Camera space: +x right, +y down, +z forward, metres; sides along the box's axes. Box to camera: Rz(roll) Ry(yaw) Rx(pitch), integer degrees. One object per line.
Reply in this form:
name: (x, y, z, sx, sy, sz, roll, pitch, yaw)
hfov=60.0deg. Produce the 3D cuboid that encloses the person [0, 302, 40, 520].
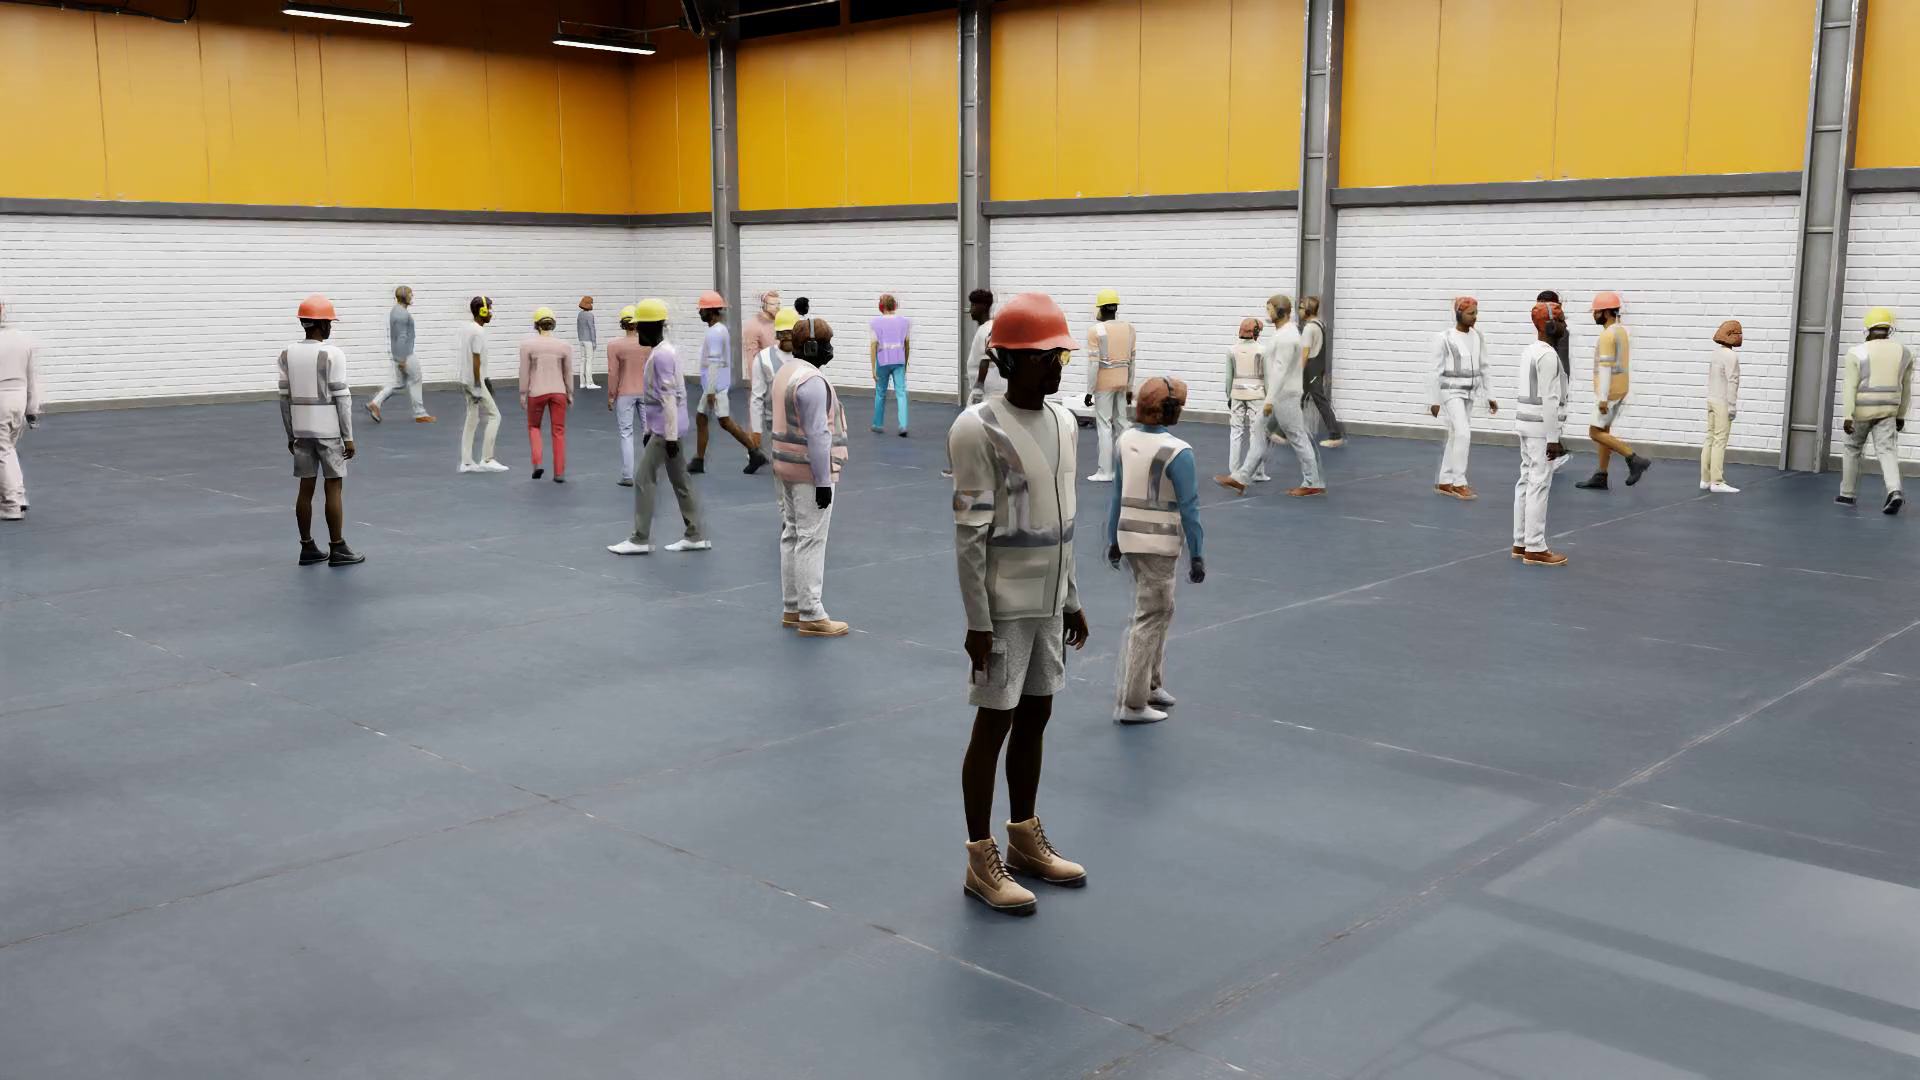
person: (-8.179, -1.101, 14.048, 0.583, 1.889, 0.647, 3, 10, 17)

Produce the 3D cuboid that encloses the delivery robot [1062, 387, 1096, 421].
delivery robot: (1.719, -1.783, 22.001, 0.707, 0.478, 0.477, 6, 11, 33)

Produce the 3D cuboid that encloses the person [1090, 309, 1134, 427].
person: (1.994, -2.325, 22.036, 0.512, 1.711, 0.784, -7, 12, -39)

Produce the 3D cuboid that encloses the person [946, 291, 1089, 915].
person: (0.226, 0.202, 5.561, 0.377, 2.045, 0.605, 7, 12, 38)

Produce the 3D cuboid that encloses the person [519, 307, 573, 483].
person: (-4.109, -1.438, 16.544, 0.534, 1.744, 0.462, -4, 10, -24)

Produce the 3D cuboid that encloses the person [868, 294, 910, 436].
person: (-0.891, -2.227, 21.221, 0.563, 1.806, 0.980, -3, 10, -17)

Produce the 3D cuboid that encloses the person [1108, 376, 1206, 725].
person: (0.958, 0.049, 7.771, 0.559, 1.619, 0.550, -5, 11, -30)

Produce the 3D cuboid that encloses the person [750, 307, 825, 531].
person: (-1.335, -0.912, 13.090, 0.632, 1.812, 0.589, -2, 9, -10)

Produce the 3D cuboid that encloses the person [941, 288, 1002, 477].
person: (0.320, -1.580, 16.849, 0.923, 1.937, 0.614, -1, 9, -5)

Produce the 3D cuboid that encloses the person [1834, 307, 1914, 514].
person: (8.021, -1.133, 14.532, 0.602, 1.798, 0.884, 0, 9, 3)

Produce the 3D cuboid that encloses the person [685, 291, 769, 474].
person: (-2.444, -1.608, 17.105, 0.932, 1.907, 0.553, -1, 9, -5)

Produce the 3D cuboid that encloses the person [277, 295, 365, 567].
person: (-4.567, -0.778, 11.896, 0.550, 1.935, 0.375, 3, 10, 17)

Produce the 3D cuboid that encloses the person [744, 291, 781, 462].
person: (-1.993, -1.762, 18.123, 0.883, 1.871, 0.685, 8, 12, 39)

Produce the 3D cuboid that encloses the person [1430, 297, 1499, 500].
person: (4.687, -1.302, 15.362, 0.592, 1.859, 0.752, -6, 11, -32)

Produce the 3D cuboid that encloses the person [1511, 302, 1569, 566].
person: (4.192, -0.764, 11.976, 0.356, 1.885, 0.574, 0, 9, 2)

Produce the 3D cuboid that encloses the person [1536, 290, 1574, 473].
person: (6.084, -1.626, 17.204, 0.462, 1.895, 0.594, 0, 9, 2)

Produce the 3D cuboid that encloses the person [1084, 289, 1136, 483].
person: (1.481, -1.535, 16.576, 0.594, 1.922, 0.384, -6, 11, -34)

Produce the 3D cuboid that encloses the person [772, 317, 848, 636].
person: (-0.867, -0.370, 9.688, 0.429, 1.841, 0.634, -4, 10, -22)

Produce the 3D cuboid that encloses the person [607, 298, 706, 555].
person: (-2.295, -0.830, 12.346, 0.843, 1.890, 0.614, -1, 9, -8)

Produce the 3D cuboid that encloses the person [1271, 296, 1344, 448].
person: (4.140, -1.990, 19.766, 0.993, 1.793, 0.528, 4, 10, 23)

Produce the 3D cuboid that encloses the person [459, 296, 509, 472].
person: (-4.992, -1.617, 17.371, 0.608, 1.840, 0.506, -6, 11, -33)

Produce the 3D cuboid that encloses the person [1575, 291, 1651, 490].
person: (6.233, -1.402, 15.802, 0.616, 1.920, 0.560, 7, 11, 36)

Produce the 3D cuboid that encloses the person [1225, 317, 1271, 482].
person: (2.884, -1.396, 16.600, 0.513, 1.639, 0.311, 7, 11, 35)

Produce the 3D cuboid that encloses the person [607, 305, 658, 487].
person: (-3.194, -1.405, 16.271, 0.533, 1.765, 0.322, -5, 10, -28)

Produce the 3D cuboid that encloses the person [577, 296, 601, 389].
person: (-6.604, -3.502, 29.527, 0.273, 1.631, 0.508, -8, 12, -41)

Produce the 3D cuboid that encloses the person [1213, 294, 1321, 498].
person: (2.891, -1.316, 15.347, 1.004, 1.883, 0.655, 1, 9, 5)

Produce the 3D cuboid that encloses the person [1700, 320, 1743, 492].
person: (7.288, -1.276, 15.881, 0.285, 1.633, 0.501, 1, 9, 4)

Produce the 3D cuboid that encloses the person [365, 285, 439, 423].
person: (-7.651, -2.522, 22.675, 0.880, 1.916, 0.636, -4, 10, -26)

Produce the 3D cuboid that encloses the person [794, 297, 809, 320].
person: (-2.438, -2.883, 25.549, 0.318, 1.696, 0.543, -6, 11, -32)
